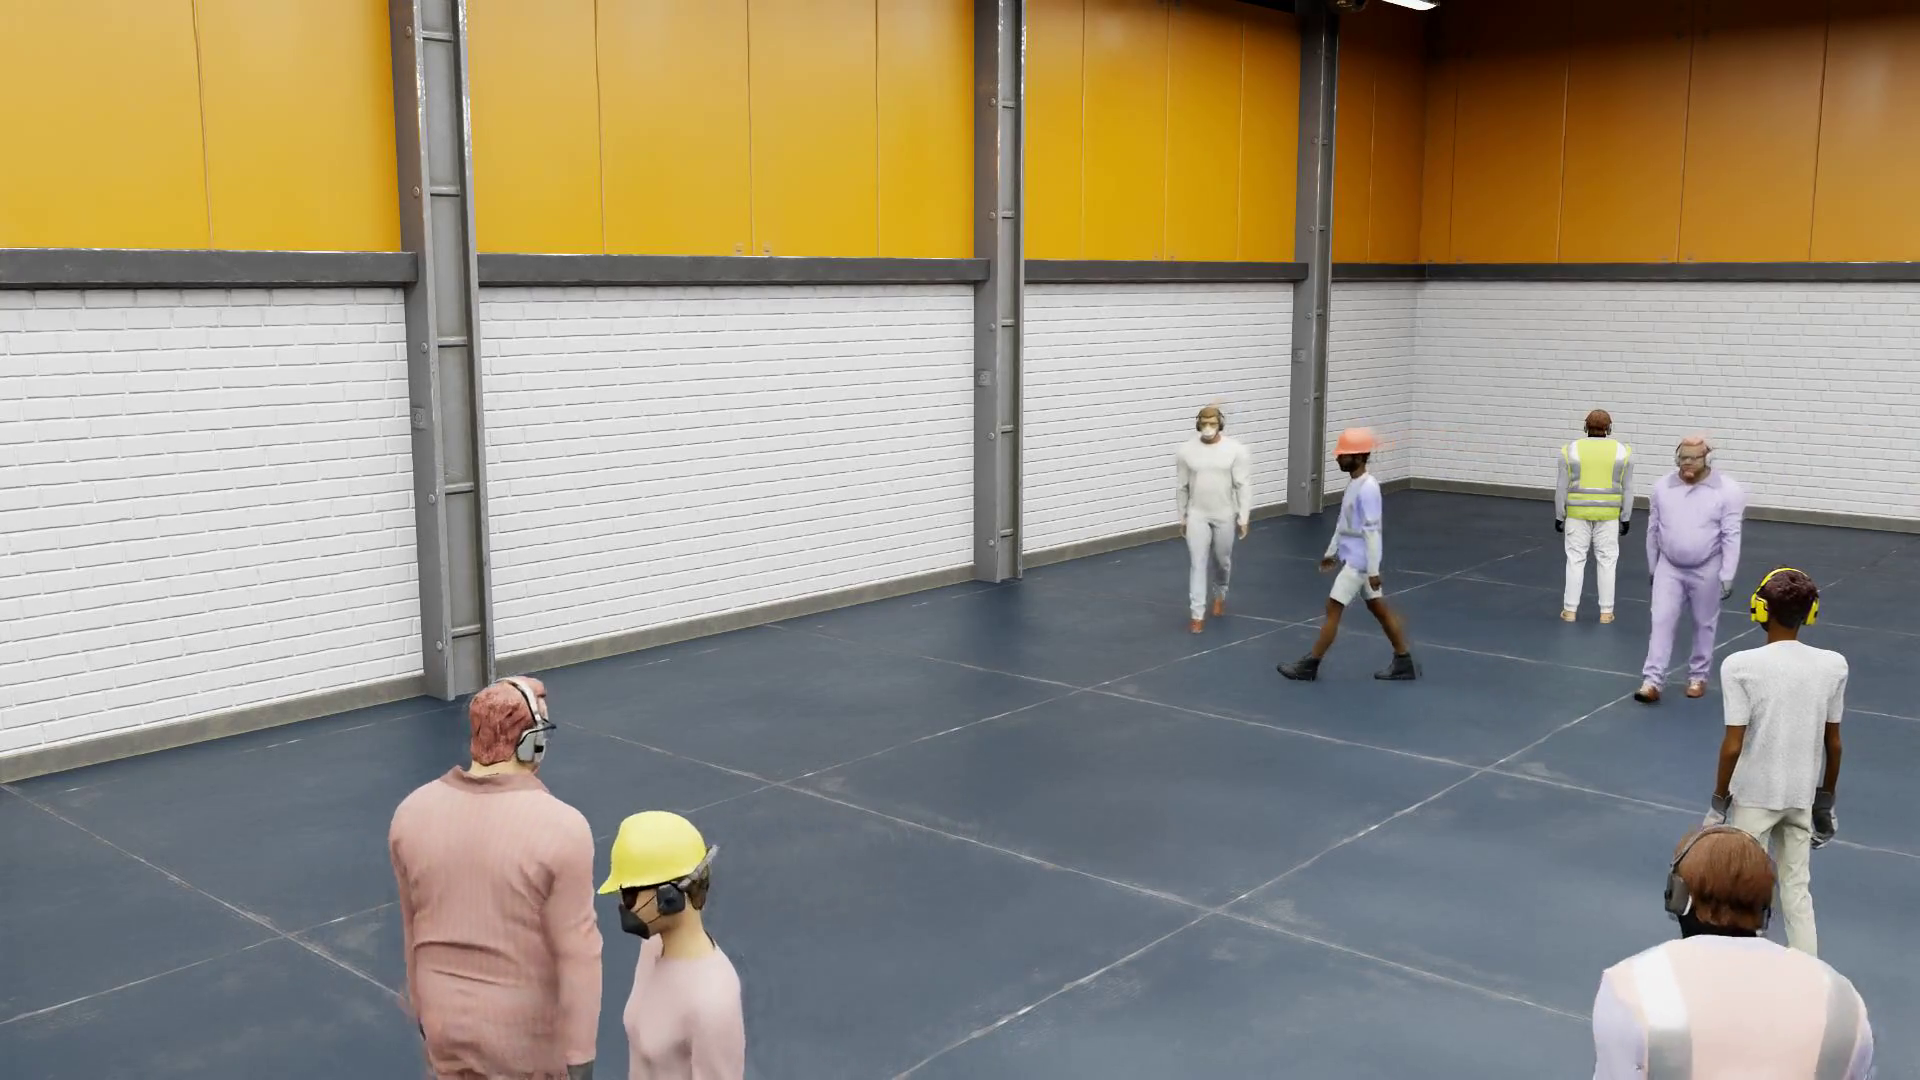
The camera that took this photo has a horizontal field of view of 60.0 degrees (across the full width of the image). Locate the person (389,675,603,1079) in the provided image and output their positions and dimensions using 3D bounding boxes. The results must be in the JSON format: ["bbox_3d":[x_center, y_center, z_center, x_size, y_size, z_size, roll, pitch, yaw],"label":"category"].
[{"bbox_3d":[-1.269,1.318,4.568,0.671,1.887,0.502,3,10,18],"label":"person"}]

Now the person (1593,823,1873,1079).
[{"bbox_3d":[1.668,1.526,3.667,0.630,1.758,1.040,0,9,3],"label":"person"}]

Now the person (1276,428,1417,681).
[{"bbox_3d":[2.894,0.119,12.146,1.022,1.884,0.552,1,9,9],"label":"person"}]

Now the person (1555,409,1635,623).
[{"bbox_3d":[5.426,-0.205,14.265,0.633,1.842,0.429,3,9,15],"label":"person"}]

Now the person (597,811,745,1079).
[{"bbox_3d":[-0.599,1.488,3.963,0.475,1.745,0.529,-4,10,-25],"label":"person"}]

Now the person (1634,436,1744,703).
[{"bbox_3d":[5.026,0.222,11.499,0.658,1.860,0.954,7,11,37],"label":"person"}]

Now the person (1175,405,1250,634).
[{"bbox_3d":[2.147,-0.211,14.148,0.643,1.905,0.965,2,9,14],"label":"person"}]

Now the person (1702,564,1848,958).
[{"bbox_3d":[3.148,1.025,6.460,0.534,1.868,0.310,-1,9,-5],"label":"person"}]
